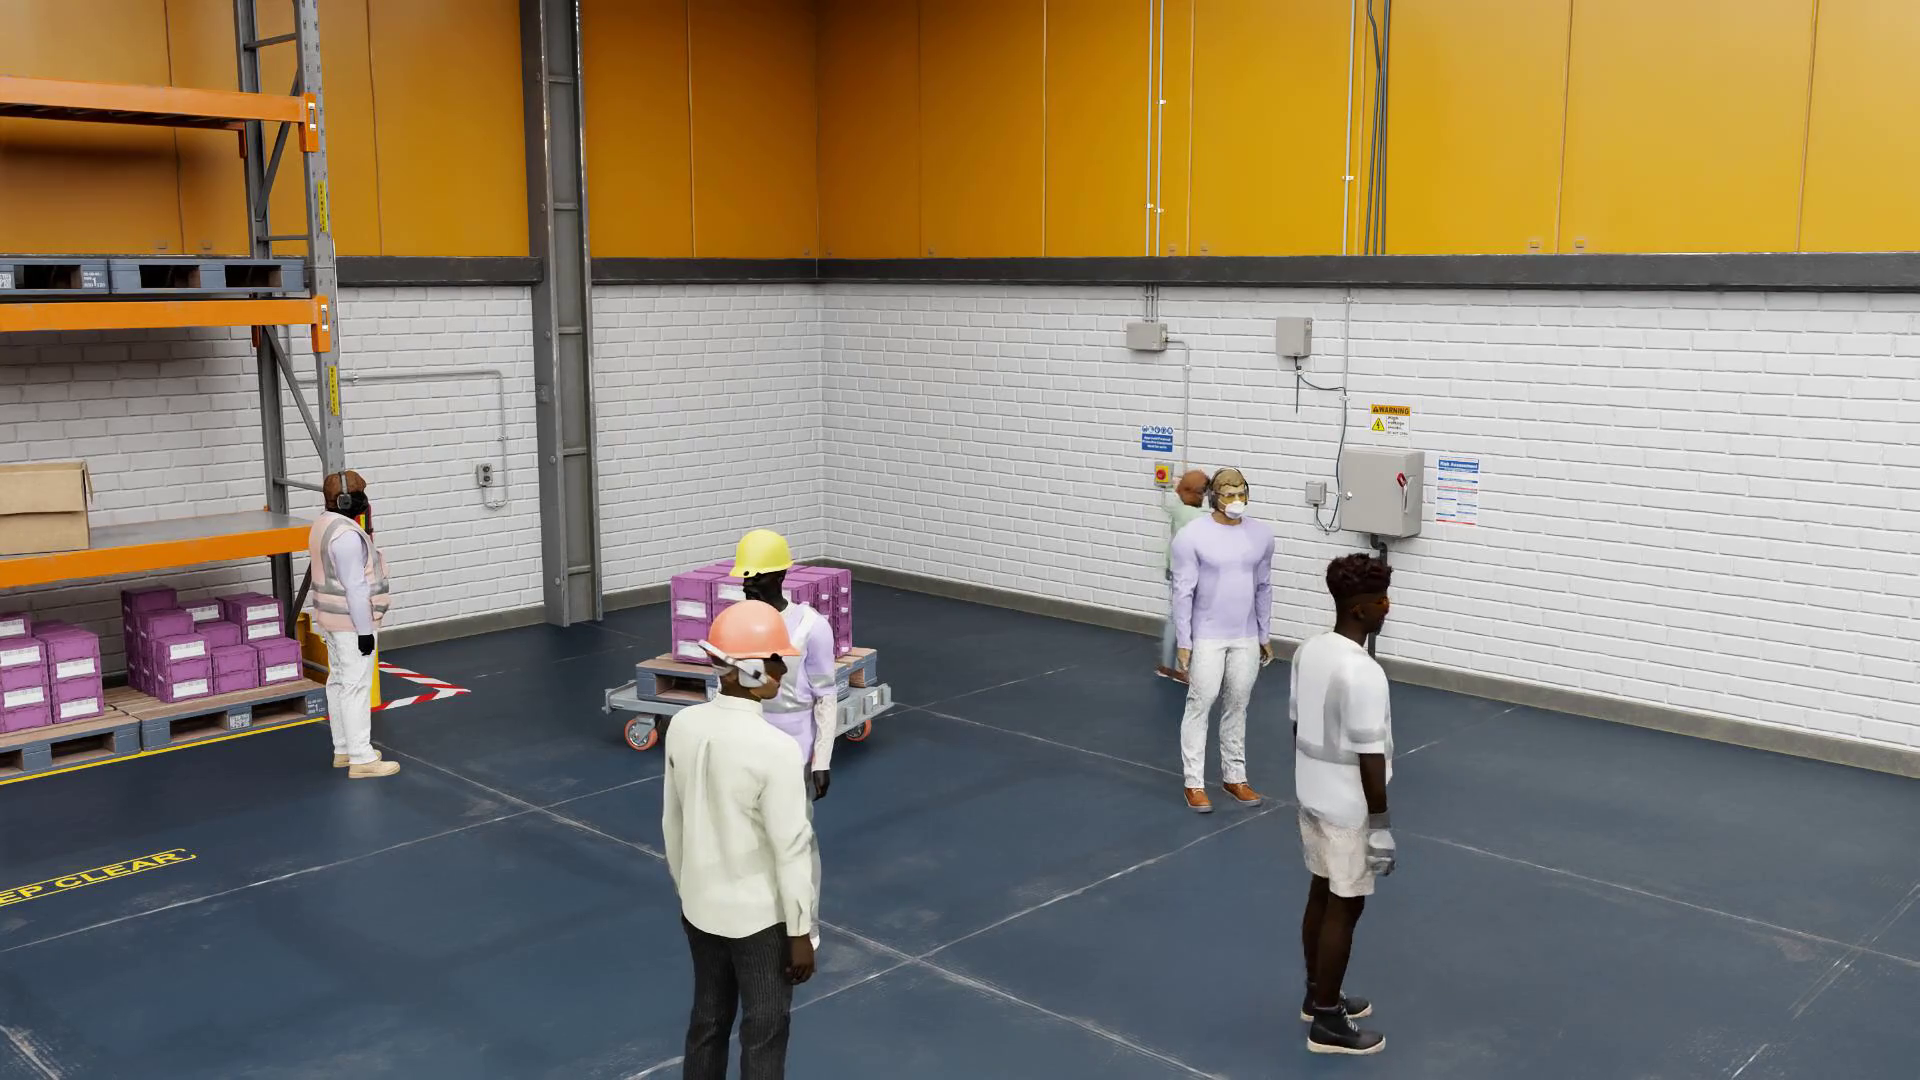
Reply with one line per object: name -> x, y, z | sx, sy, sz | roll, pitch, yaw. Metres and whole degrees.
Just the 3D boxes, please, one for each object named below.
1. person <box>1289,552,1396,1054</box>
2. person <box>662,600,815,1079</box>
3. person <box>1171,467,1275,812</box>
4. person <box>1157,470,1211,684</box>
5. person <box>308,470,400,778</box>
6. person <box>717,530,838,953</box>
person -> 1.500, 1.008, 6.489 | 0.361, 1.964, 0.614 | -2, 9, -12
person -> -0.687, 1.177, 5.355 | 0.617, 1.990, 0.393 | 8, 12, 41
person -> 1.485, 0.552, 9.353 | 0.630, 1.940, 0.372 | -4, 10, -21
person -> 1.653, 0.263, 12.212 | 0.307, 1.591, 0.666 | -2, 9, -12
person -> -3.641, 0.499, 9.979 | 0.429, 1.844, 0.627 | -7, 11, -35
person -> -0.820, 0.903, 7.239 | 0.594, 1.924, 0.382 | 5, 11, 29
